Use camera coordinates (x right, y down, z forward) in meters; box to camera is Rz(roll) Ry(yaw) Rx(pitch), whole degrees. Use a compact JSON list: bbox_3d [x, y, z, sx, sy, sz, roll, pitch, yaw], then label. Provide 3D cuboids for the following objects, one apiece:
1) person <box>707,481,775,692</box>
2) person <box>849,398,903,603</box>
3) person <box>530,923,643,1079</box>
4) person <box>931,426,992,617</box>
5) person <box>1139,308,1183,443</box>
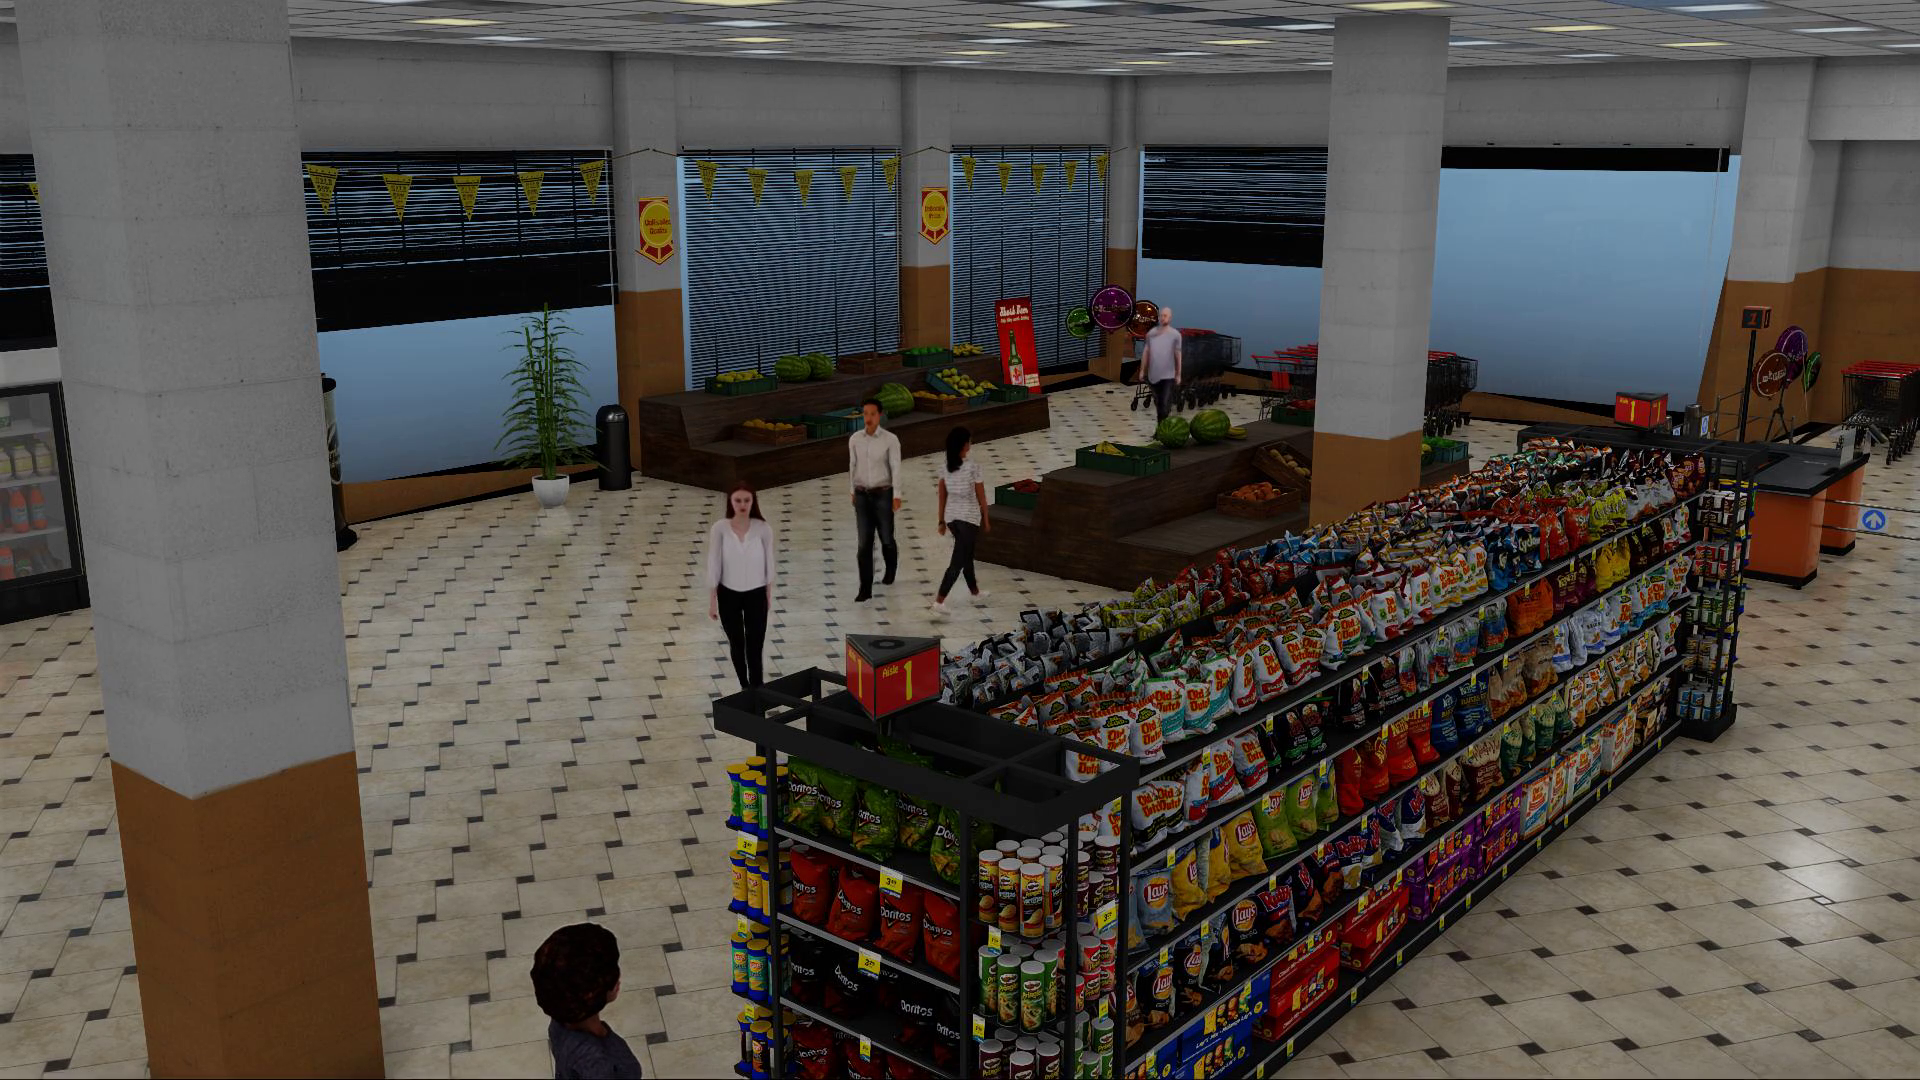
[{"bbox_3d":[-1.530,0.457,11.636,1.126,1.699,1.190,-1,14,-5],"label":"person"},{"bbox_3d":[-0.723,-0.374,14.912,1.015,1.768,1.303,4,14,15],"label":"person"},{"bbox_3d":[-1.150,2.009,5.211,0.632,1.711,0.647,-7,15,-28],"label":"person"},{"bbox_3d":[-0.020,-0.122,14.223,0.581,1.603,1.115,10,17,36],"label":"person"},{"bbox_3d":[2.745,-2.200,22.414,0.805,1.781,1.275,8,16,30],"label":"person"}]
